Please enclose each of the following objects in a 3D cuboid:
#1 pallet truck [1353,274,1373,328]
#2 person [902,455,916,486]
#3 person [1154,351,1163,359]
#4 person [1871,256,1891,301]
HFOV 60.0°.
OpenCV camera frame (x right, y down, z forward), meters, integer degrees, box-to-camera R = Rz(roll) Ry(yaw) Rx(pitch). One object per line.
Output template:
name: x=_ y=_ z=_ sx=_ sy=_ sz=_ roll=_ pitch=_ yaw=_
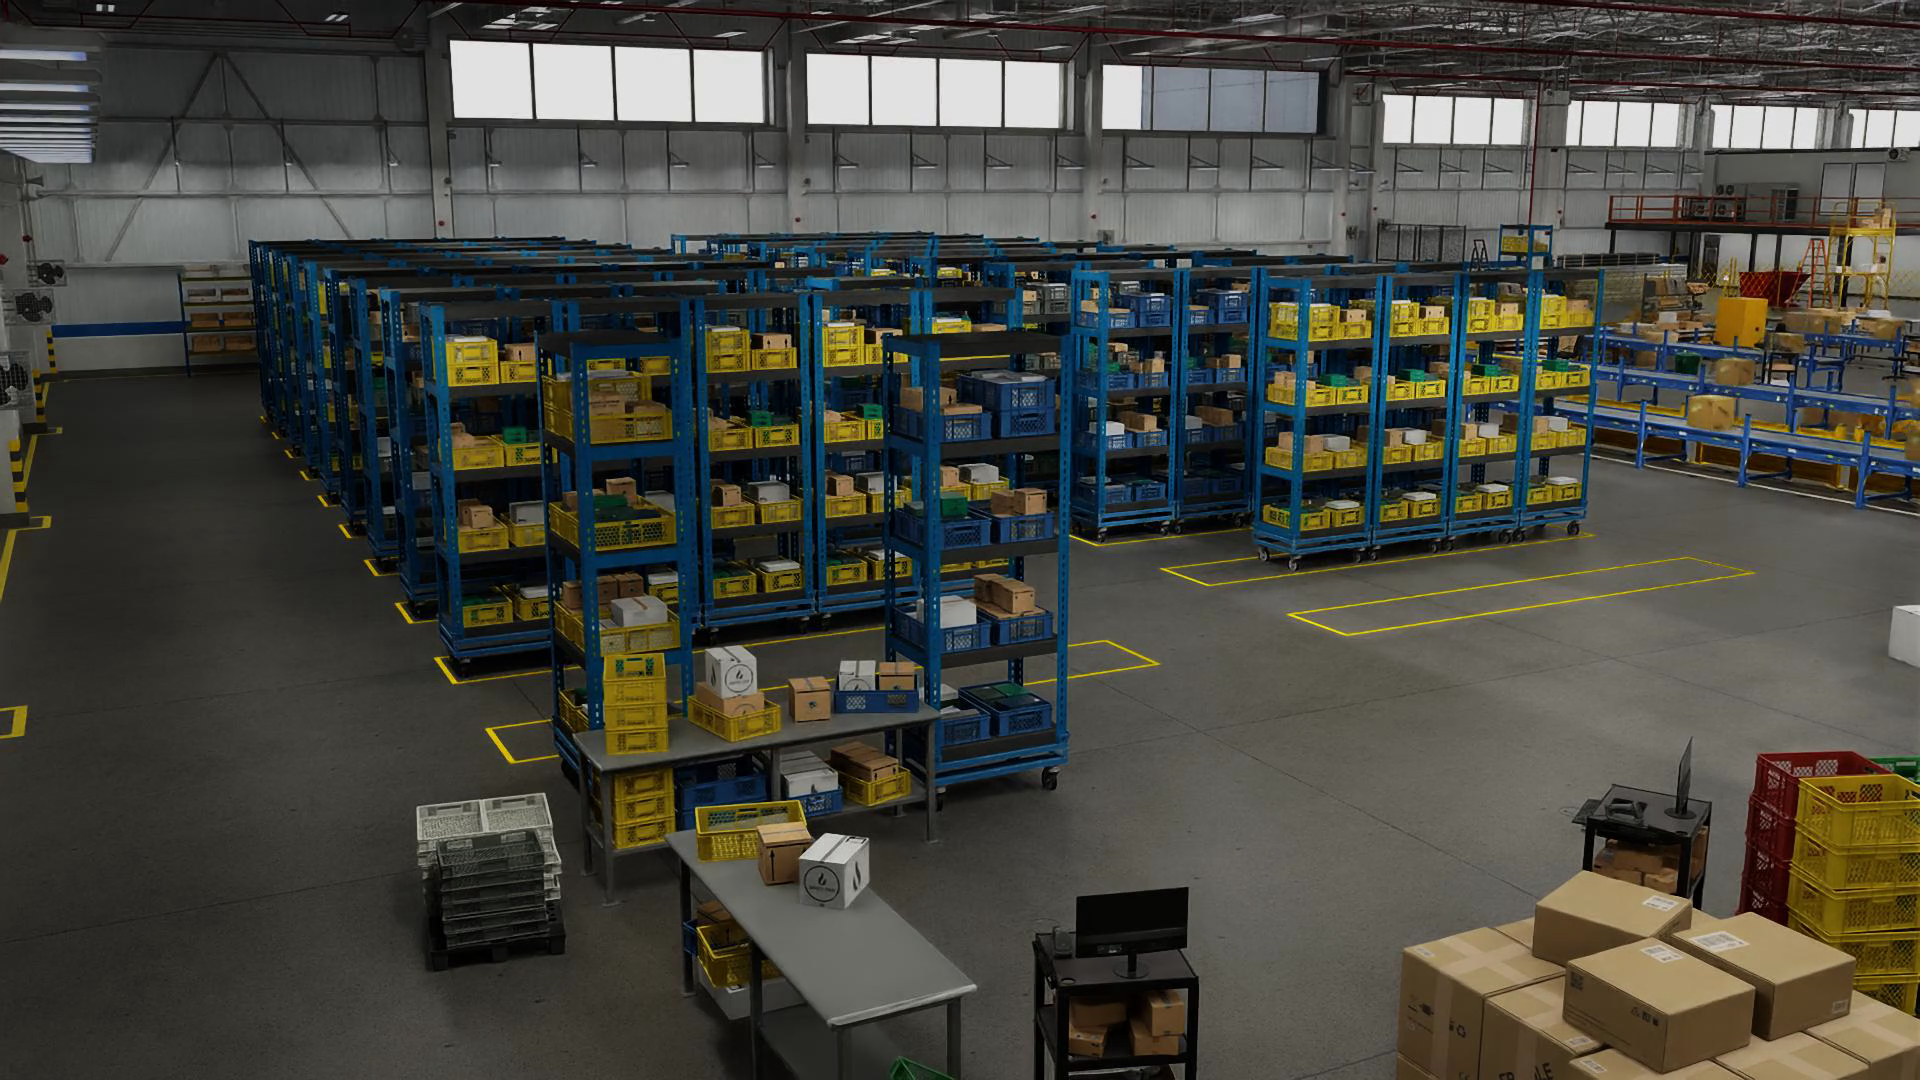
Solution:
pallet truck: x=13.011 y=-8.050 z=55.243 sx=0.823 sy=1.965 sz=1.885 roll=-7 pitch=14 yaw=-28
person: x=-0.631 y=-0.949 z=22.112 sx=0.539 sy=1.965 sz=0.625 roll=11 pitch=16 yaw=42
person: x=4.397 y=-4.164 z=37.371 sx=0.646 sy=1.878 sz=0.765 roll=-6 pitch=13 yaw=-24
person: x=37.706 y=-10.713 z=68.101 sx=0.595 sy=1.828 sz=1.006 roll=-5 pitch=13 yaw=-23
